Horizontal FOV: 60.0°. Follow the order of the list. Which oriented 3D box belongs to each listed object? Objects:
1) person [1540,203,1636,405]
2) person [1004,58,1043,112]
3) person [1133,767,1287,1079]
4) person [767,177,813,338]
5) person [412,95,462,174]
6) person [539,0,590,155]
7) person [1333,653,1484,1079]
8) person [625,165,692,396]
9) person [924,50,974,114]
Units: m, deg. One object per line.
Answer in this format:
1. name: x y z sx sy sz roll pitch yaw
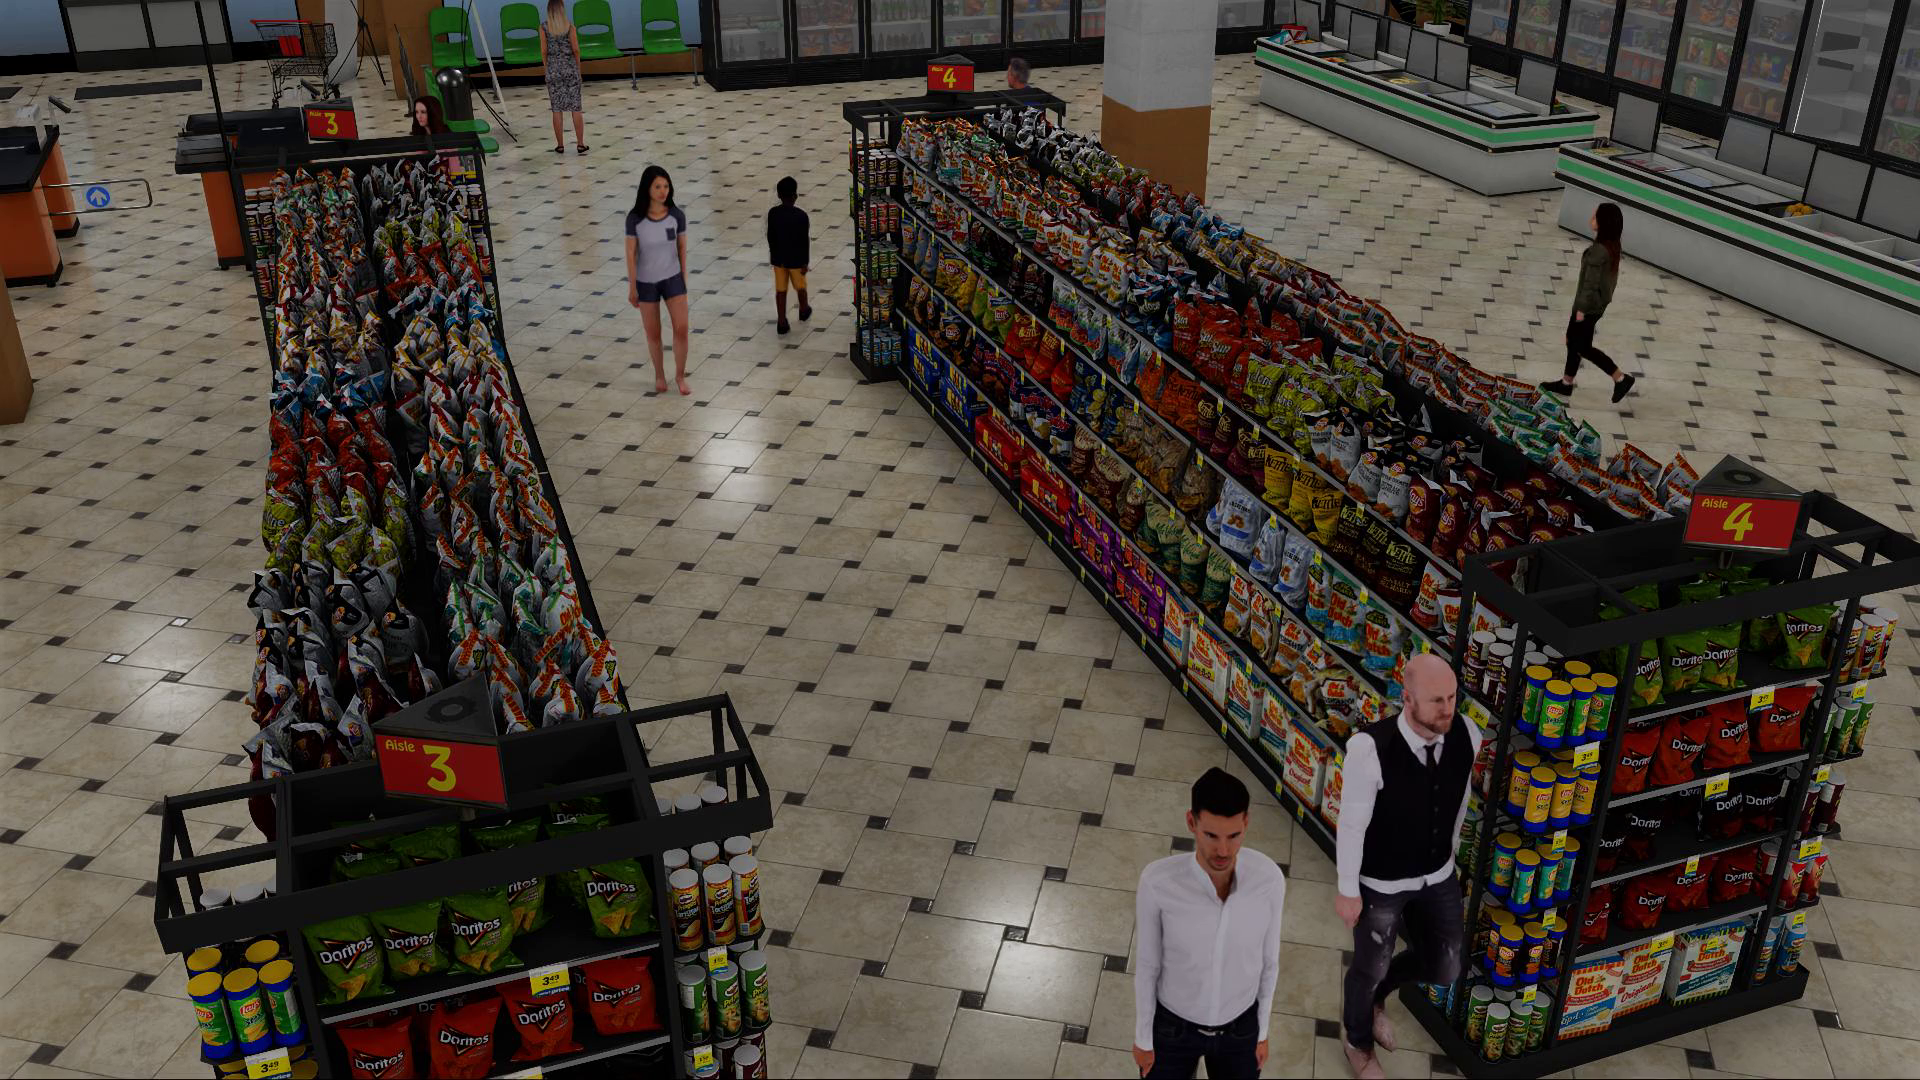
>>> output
1. person: 4.600 -1.672 11.934 0.980 1.461 0.897 14 30 26
2. person: 0.557 -3.370 14.883 0.798 1.823 0.782 16 31 28
3. person: 0.768 1.495 5.247 0.675 1.861 0.675 -1 27 -3
4. person: -1.389 -2.242 13.293 0.748 1.249 0.884 4 27 7
5. person: -4.265 -2.748 13.678 0.685 1.803 0.715 8 28 16
6. person: -4.454 -5.201 18.625 0.621 1.704 0.573 -2 27 -4
7. person: 1.534 1.157 5.973 0.700 1.808 0.693 -9 28 -17
8. person: -2.208 -1.912 12.154 0.636 1.691 0.642 -7 28 -14
9. person: -0.083 -3.389 14.839 0.751 1.896 0.807 12 29 22
